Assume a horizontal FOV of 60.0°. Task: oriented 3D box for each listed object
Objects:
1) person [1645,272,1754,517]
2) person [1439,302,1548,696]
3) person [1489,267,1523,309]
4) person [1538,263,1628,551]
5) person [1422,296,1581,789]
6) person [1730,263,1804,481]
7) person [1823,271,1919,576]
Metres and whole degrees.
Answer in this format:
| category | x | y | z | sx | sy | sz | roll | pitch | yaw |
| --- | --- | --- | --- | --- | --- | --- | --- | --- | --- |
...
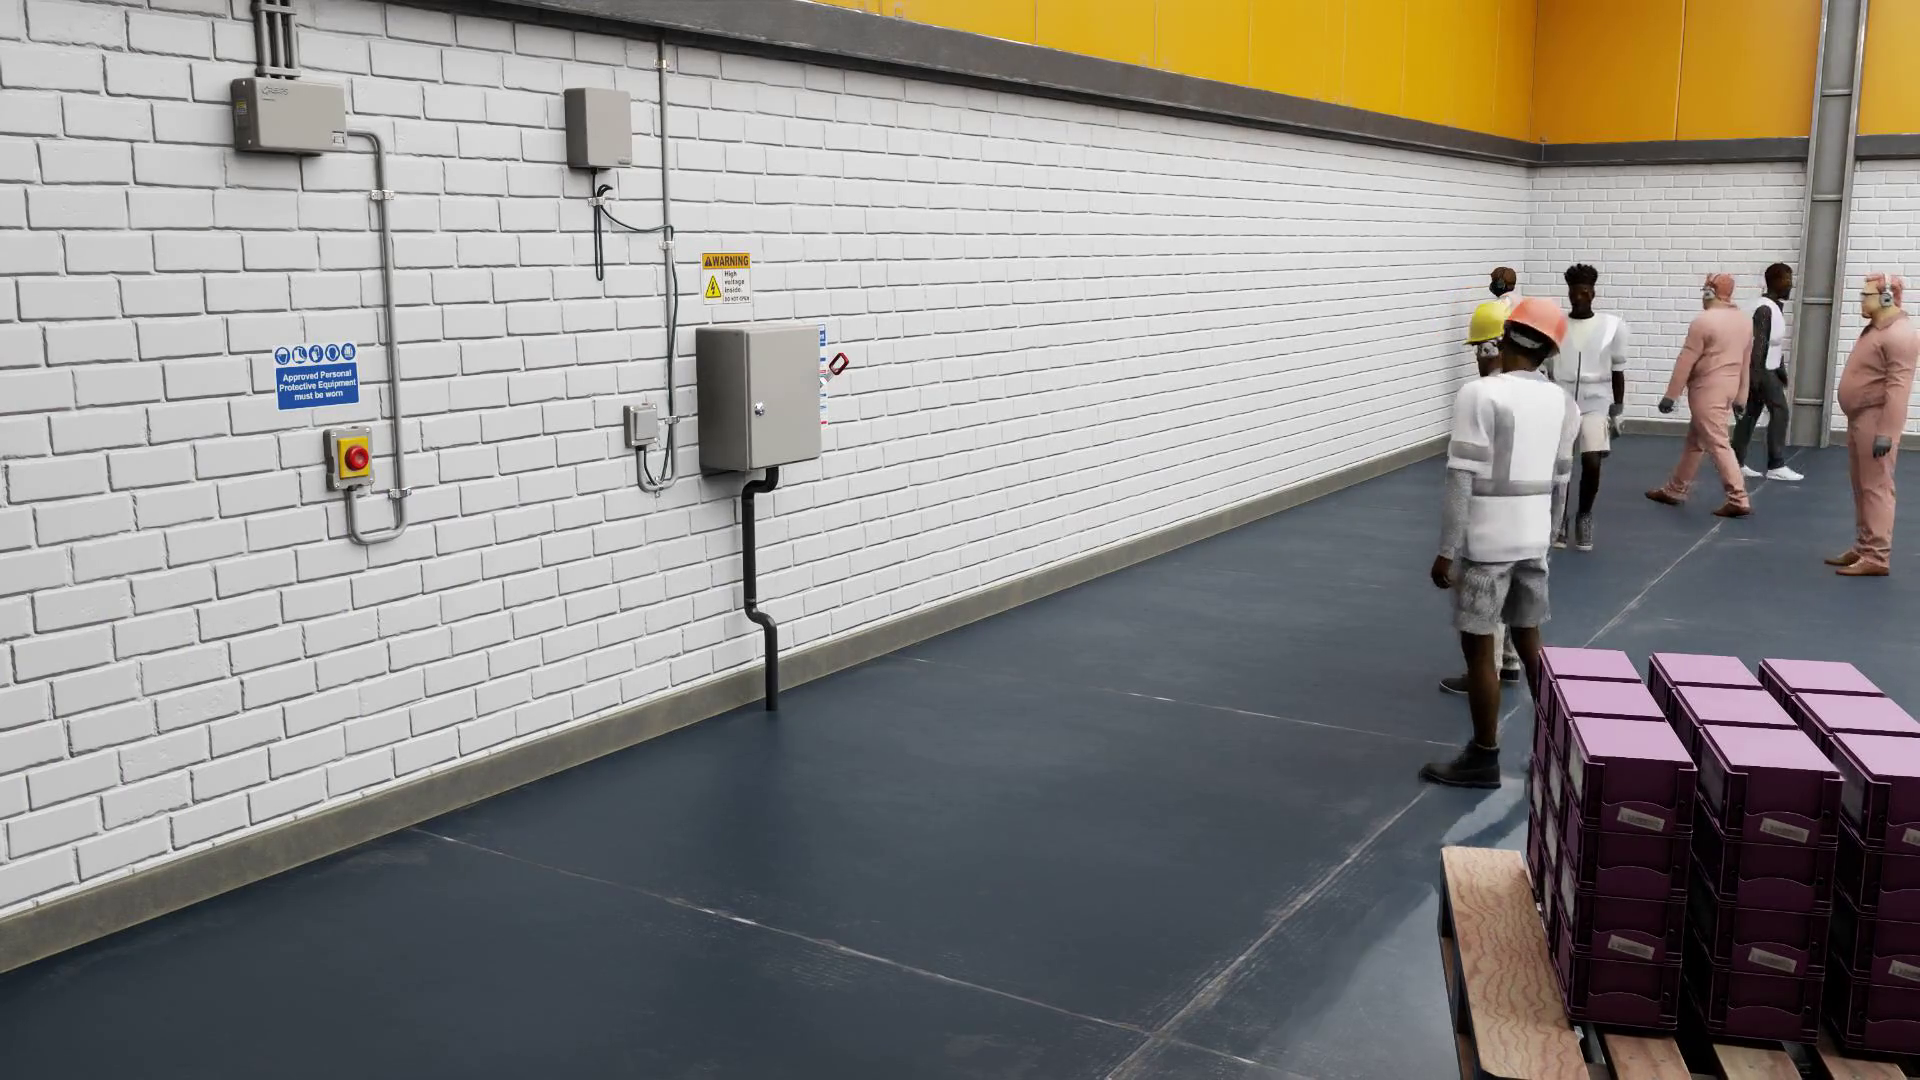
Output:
| category | x | y | z | sx | sy | sz | roll | pitch | yaw |
| --- | --- | --- | --- | --- | --- | --- | --- | --- | --- |
| person | 5.773 | -1.128 | 12.834 | 0.638 | 1.858 | 0.999 | -7 | 12 | -35 |
| person | 2.456 | -0.180 | 7.671 | 0.403 | 1.822 | 0.588 | 9 | 14 | 41 |
| person | 5.272 | -1.736 | 16.238 | 0.430 | 1.845 | 0.624 | 7 | 12 | 32 |
| person | 4.147 | -0.882 | 11.221 | 0.620 | 1.943 | 0.605 | 4 | 11 | 22 |
| person | 2.098 | 0.036 | 6.308 | 0.624 | 1.890 | 0.441 | -6 | 12 | -29 |
| person | 7.180 | -1.471 | 14.612 | 0.792 | 1.890 | 0.611 | 6 | 12 | 30 |
| person | 5.723 | -0.725 | 10.462 | 0.404 | 1.904 | 0.651 | 3 | 11 | 14 |
